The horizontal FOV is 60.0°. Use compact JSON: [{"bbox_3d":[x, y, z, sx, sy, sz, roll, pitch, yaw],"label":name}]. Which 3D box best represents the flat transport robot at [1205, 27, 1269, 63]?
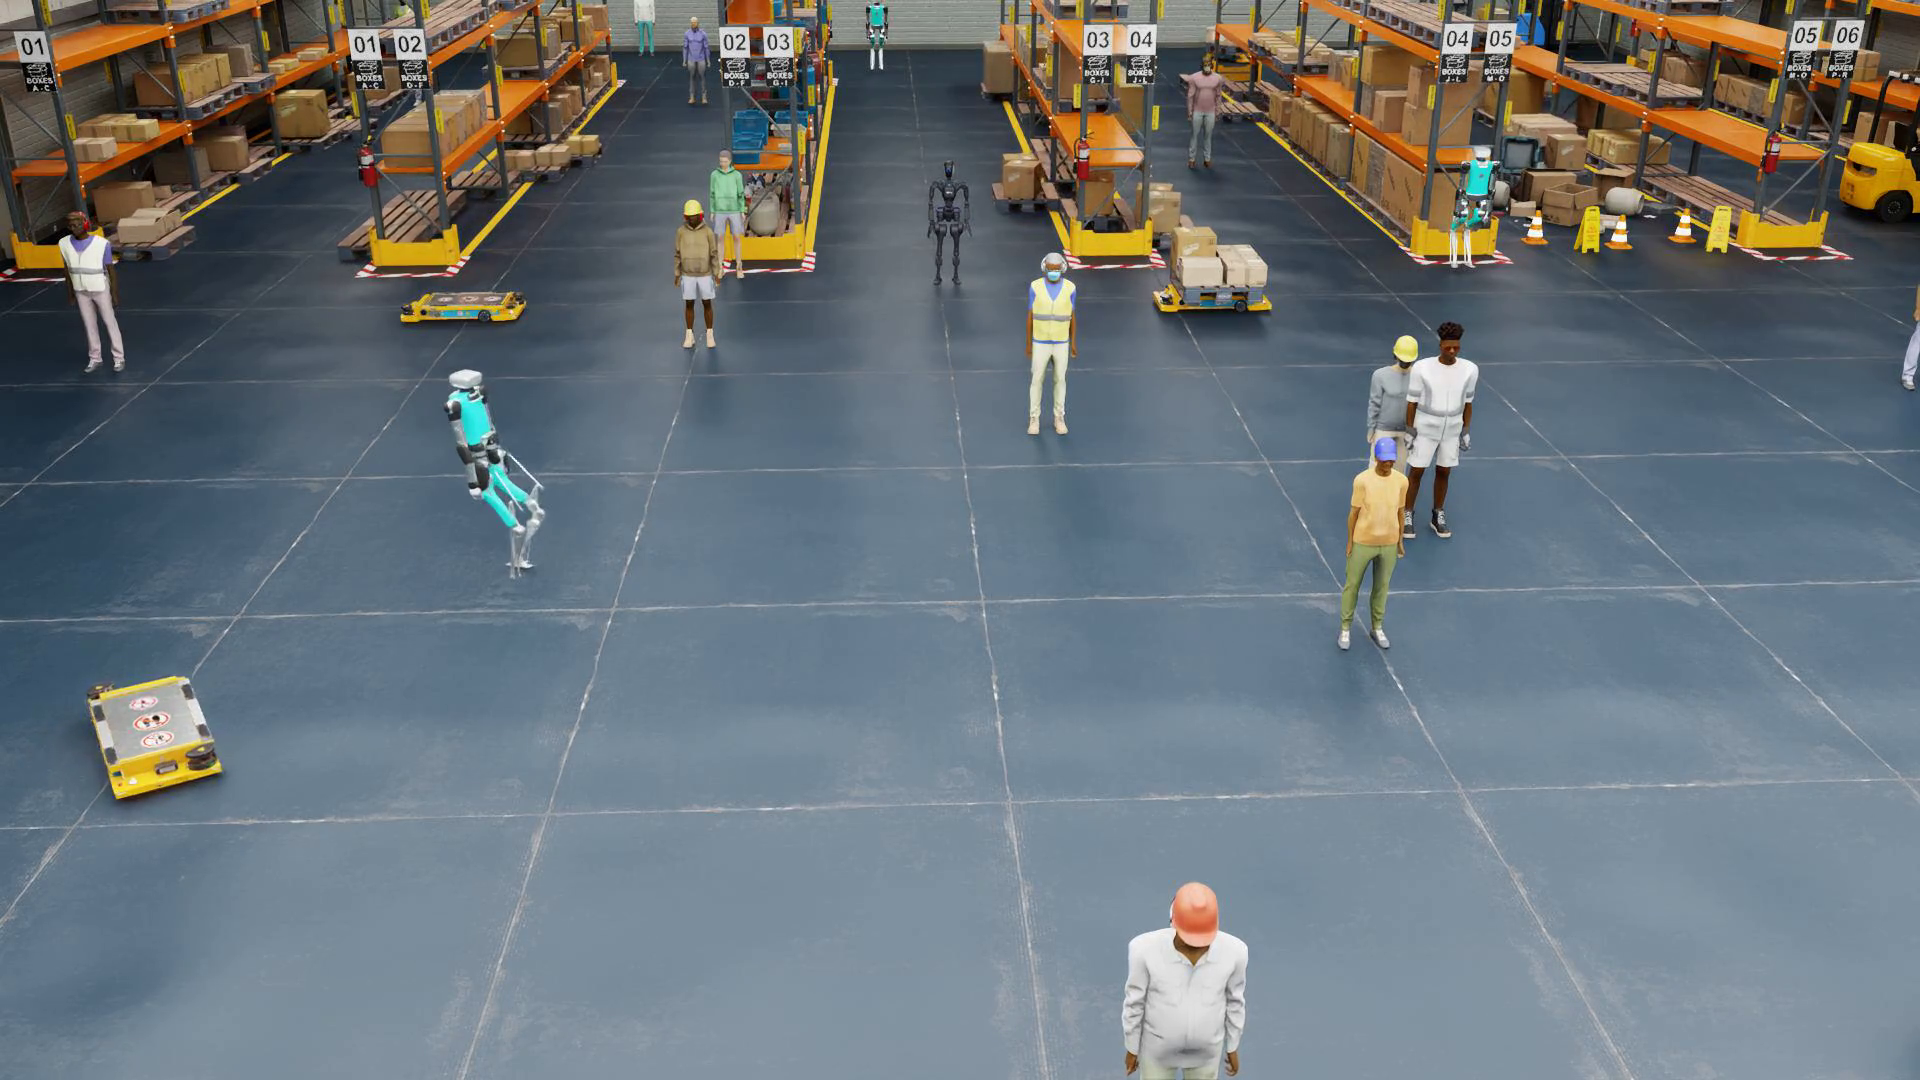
[{"bbox_3d":[6.937,-12.228,41.950,0.659,0.231,1.431,-14,28,-29],"label":"flat transport robot"}]

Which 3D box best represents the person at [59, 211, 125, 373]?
[{"bbox_3d":[-9.830,-2.819,18.867,0.563,1.846,0.391,-1,24,-2],"label":"person"}]

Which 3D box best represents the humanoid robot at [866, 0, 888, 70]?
[{"bbox_3d":[-1.976,-12.091,39.670,0.533,1.677,0.735,-1,24,-2],"label":"humanoid robot"}]

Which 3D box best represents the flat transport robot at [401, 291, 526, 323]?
[{"bbox_3d":[-6.295,-2.951,21.104,1.431,0.231,0.659,-1,24,-2],"label":"flat transport robot"}]

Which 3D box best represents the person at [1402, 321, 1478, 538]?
[{"bbox_3d":[4.180,-0.962,14.550,0.601,1.965,0.368,-1,24,-2],"label":"person"}]

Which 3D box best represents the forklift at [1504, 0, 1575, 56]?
[{"bbox_3d":[14.700,-13.805,42.301,1.873,2.768,1.129,-1,24,-2],"label":"forklift"}]

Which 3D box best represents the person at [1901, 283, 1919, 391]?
[{"bbox_3d":[10.768,-2.560,18.295,0.563,1.838,0.391,-1,24,-2],"label":"person"}]

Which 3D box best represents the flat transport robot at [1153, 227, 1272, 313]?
[{"bbox_3d":[3.261,-3.139,21.526,1.431,0.231,0.659,-1,24,-2],"label":"flat transport robot"}]

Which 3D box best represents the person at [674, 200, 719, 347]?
[{"bbox_3d":[-3.126,-3.169,19.753,0.532,1.763,0.404,-1,24,-2],"label":"person"}]

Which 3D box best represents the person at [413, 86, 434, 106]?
[{"bbox_3d":[-11.507,-10.192,35.414,0.506,1.863,0.373,-1,24,-2],"label":"person"}]

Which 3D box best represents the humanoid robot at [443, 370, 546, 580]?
[{"bbox_3d":[-3.796,-0.515,13.883,0.814,1.812,0.536,6,25,13],"label":"humanoid robot"}]

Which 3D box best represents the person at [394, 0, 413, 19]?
[{"bbox_3d":[-13.761,-12.717,41.294,0.531,1.692,0.319,-1,24,-2],"label":"person"}]

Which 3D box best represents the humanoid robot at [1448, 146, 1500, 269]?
[{"bbox_3d":[6.974,-4.582,22.804,0.533,1.672,0.735,-1,24,-2],"label":"humanoid robot"}]

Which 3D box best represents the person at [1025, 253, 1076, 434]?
[{"bbox_3d":[0.923,-2.011,16.999,0.520,1.893,0.401,-1,24,-2],"label":"person"}]

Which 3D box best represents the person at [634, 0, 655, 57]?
[{"bbox_3d":[-8.022,-13.217,42.330,0.521,1.768,0.310,-1,24,-2],"label":"person"}]

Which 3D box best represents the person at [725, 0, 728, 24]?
[{"bbox_3d":[-5.862,-13.311,42.431,0.528,1.856,0.407,-1,24,-2],"label":"person"}]

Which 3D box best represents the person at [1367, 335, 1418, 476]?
[{"bbox_3d":[3.884,-0.982,14.848,0.521,1.761,0.319,-1,24,-2],"label":"person"}]

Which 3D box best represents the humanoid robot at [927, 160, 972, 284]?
[{"bbox_3d":[-0.141,-4.259,22.294,0.599,1.657,0.315,-1,24,-2],"label":"humanoid robot"}]

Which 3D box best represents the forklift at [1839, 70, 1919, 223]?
[{"bbox_3d":[15.132,-6.143,25.915,2.313,2.155,1.214,-1,24,-2],"label":"forklift"}]

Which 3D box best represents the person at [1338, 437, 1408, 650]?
[{"bbox_3d":[3.149,0.031,12.622,0.437,1.717,0.353,-1,24,-2],"label":"person"}]

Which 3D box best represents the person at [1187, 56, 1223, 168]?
[{"bbox_3d":[4.316,-7.563,29.417,0.627,1.939,0.373,-1,24,-2],"label":"person"}]

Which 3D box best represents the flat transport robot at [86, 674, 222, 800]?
[{"bbox_3d":[-5.598,1.315,11.517,0.659,0.231,1.431,-14,28,-29],"label":"flat transport robot"}]

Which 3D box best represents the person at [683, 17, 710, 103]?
[{"bbox_3d":[-5.669,-10.316,35.773,0.585,1.799,0.395,-1,24,-2],"label":"person"}]

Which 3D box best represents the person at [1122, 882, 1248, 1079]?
[{"bbox_3d":[1.008,2.282,7.528,0.559,1.743,0.332,-1,24,-2],"label":"person"}]

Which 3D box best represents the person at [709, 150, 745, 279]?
[{"bbox_3d":[-3.157,-4.427,22.614,0.469,1.738,0.345,-1,24,-2],"label":"person"}]
